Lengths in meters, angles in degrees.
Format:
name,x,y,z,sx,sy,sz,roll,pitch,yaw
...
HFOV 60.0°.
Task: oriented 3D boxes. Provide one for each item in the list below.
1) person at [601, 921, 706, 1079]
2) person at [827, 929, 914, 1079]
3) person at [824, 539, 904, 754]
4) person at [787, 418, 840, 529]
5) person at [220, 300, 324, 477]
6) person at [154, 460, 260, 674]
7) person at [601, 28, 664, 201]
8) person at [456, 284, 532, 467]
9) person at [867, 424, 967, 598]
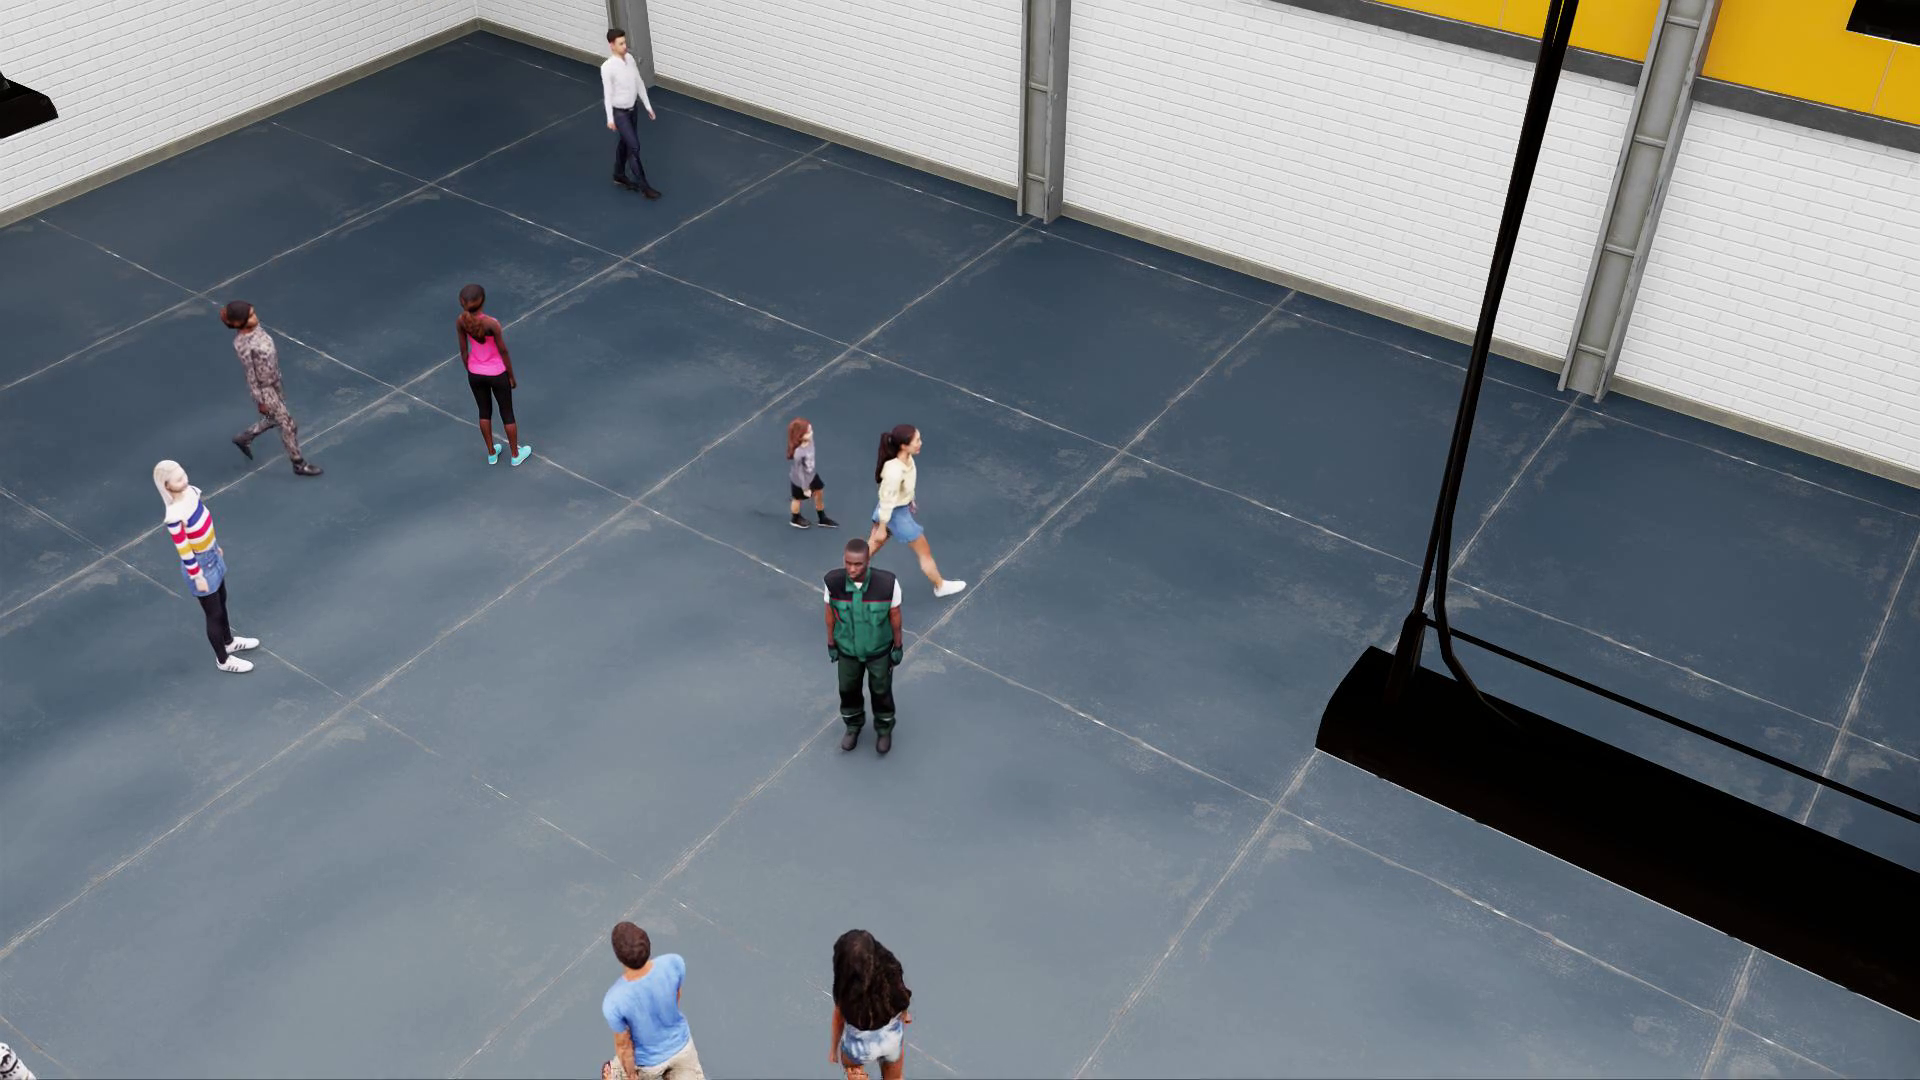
name,x,y,z,sx,sy,sz,roll,pitch,yaw
person,-1.537,2.741,8.775,0.928,1.814,1.305,-24,44,-27
person,-0.454,2.753,8.937,0.778,1.593,0.787,-13,41,-16
person,-0.651,0.704,11.308,0.721,1.836,0.835,3,39,3
person,-1.313,-0.542,13.465,0.693,1.091,0.575,13,40,16
person,-5.856,-1.248,13.864,1.063,1.696,0.892,3,39,3
person,-5.475,0.171,11.997,0.756,1.808,0.716,-4,39,-5
person,-3.708,-4.663,18.025,1.031,1.841,0.682,19,42,22
person,-3.978,-1.392,14.023,0.612,1.723,0.714,6,39,8
person,-0.583,-0.174,12.623,1.286,1.567,1.106,1,39,1
